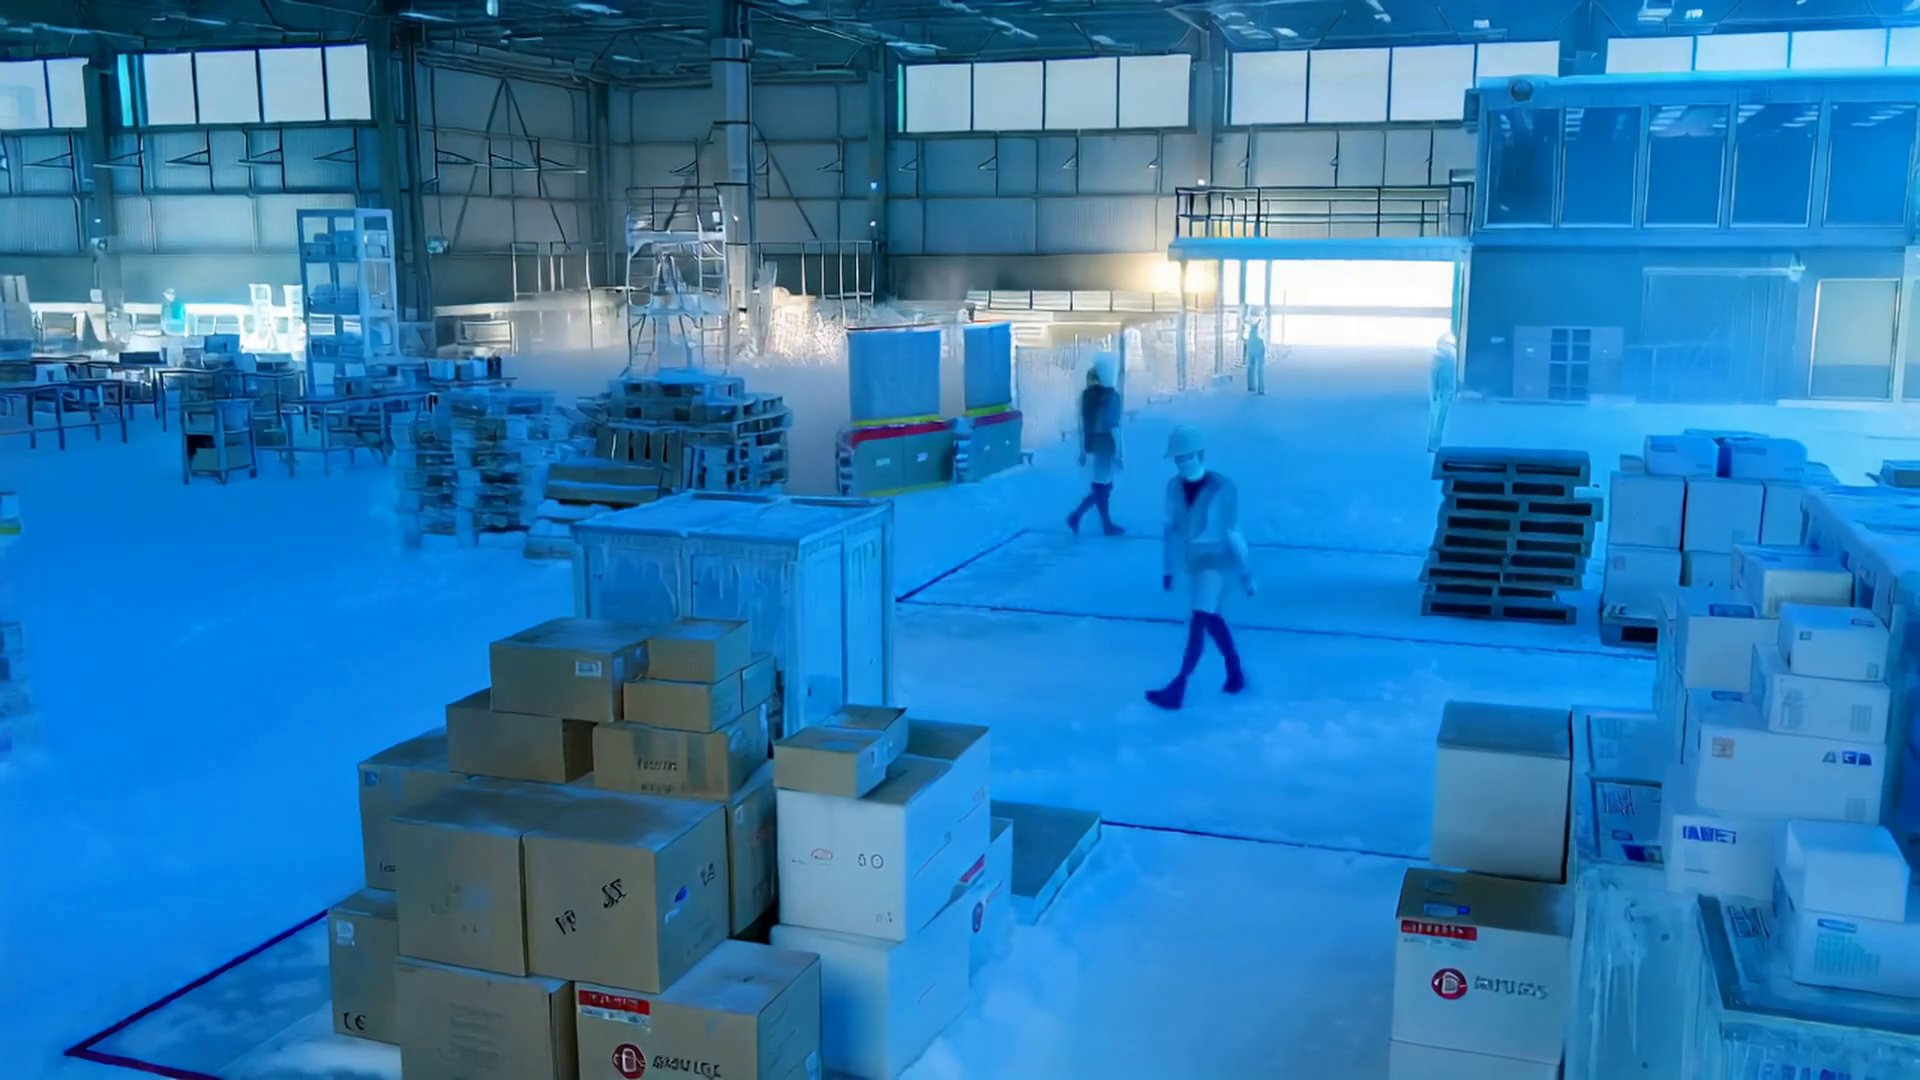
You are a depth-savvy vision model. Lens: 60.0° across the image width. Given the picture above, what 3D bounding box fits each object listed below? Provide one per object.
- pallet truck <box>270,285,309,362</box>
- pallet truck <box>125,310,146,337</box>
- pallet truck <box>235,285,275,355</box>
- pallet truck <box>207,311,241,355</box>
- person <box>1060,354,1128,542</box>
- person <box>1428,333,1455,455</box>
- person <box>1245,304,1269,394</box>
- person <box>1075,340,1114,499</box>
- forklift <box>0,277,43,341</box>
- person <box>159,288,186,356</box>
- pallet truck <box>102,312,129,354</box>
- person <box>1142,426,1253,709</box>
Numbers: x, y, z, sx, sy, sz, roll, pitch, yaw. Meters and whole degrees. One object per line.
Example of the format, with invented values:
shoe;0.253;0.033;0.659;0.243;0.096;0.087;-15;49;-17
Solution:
pallet truck;-17.147;-5.700;43.663;0.823;1.965;1.885;3;11;17
pallet truck;-22.038;-5.665;45.457;0.704;1.261;1.522;3;11;17
pallet truck;-18.327;-5.835;44.421;0.823;1.965;1.885;4;11;23
pallet truck;-19.537;-5.575;44.913;0.653;1.274;1.630;3;11;19
person;1.380;-0.927;16.977;0.851;1.941;0.613;-6;12;-29
person;7.016;-2.123;24.171;0.310;1.768;0.533;9;13;41
person;6.060;-3.889;33.888;0.513;1.845;0.334;8;13;38
person;1.649;-1.440;19.939;0.459;1.911;0.616;4;11;22
forklift;-27.151;-6.329;46.328;1.157;1.987;2.680;3;11;17
person;-18.506;-4.904;39.084;0.406;2.034;0.608;7;12;33
pallet truck;-23.057;-5.777;46.261;0.680;1.201;1.601;3;11;19
person;1.624;0.168;11.019;0.995;1.868;0.611;-9;13;-40
